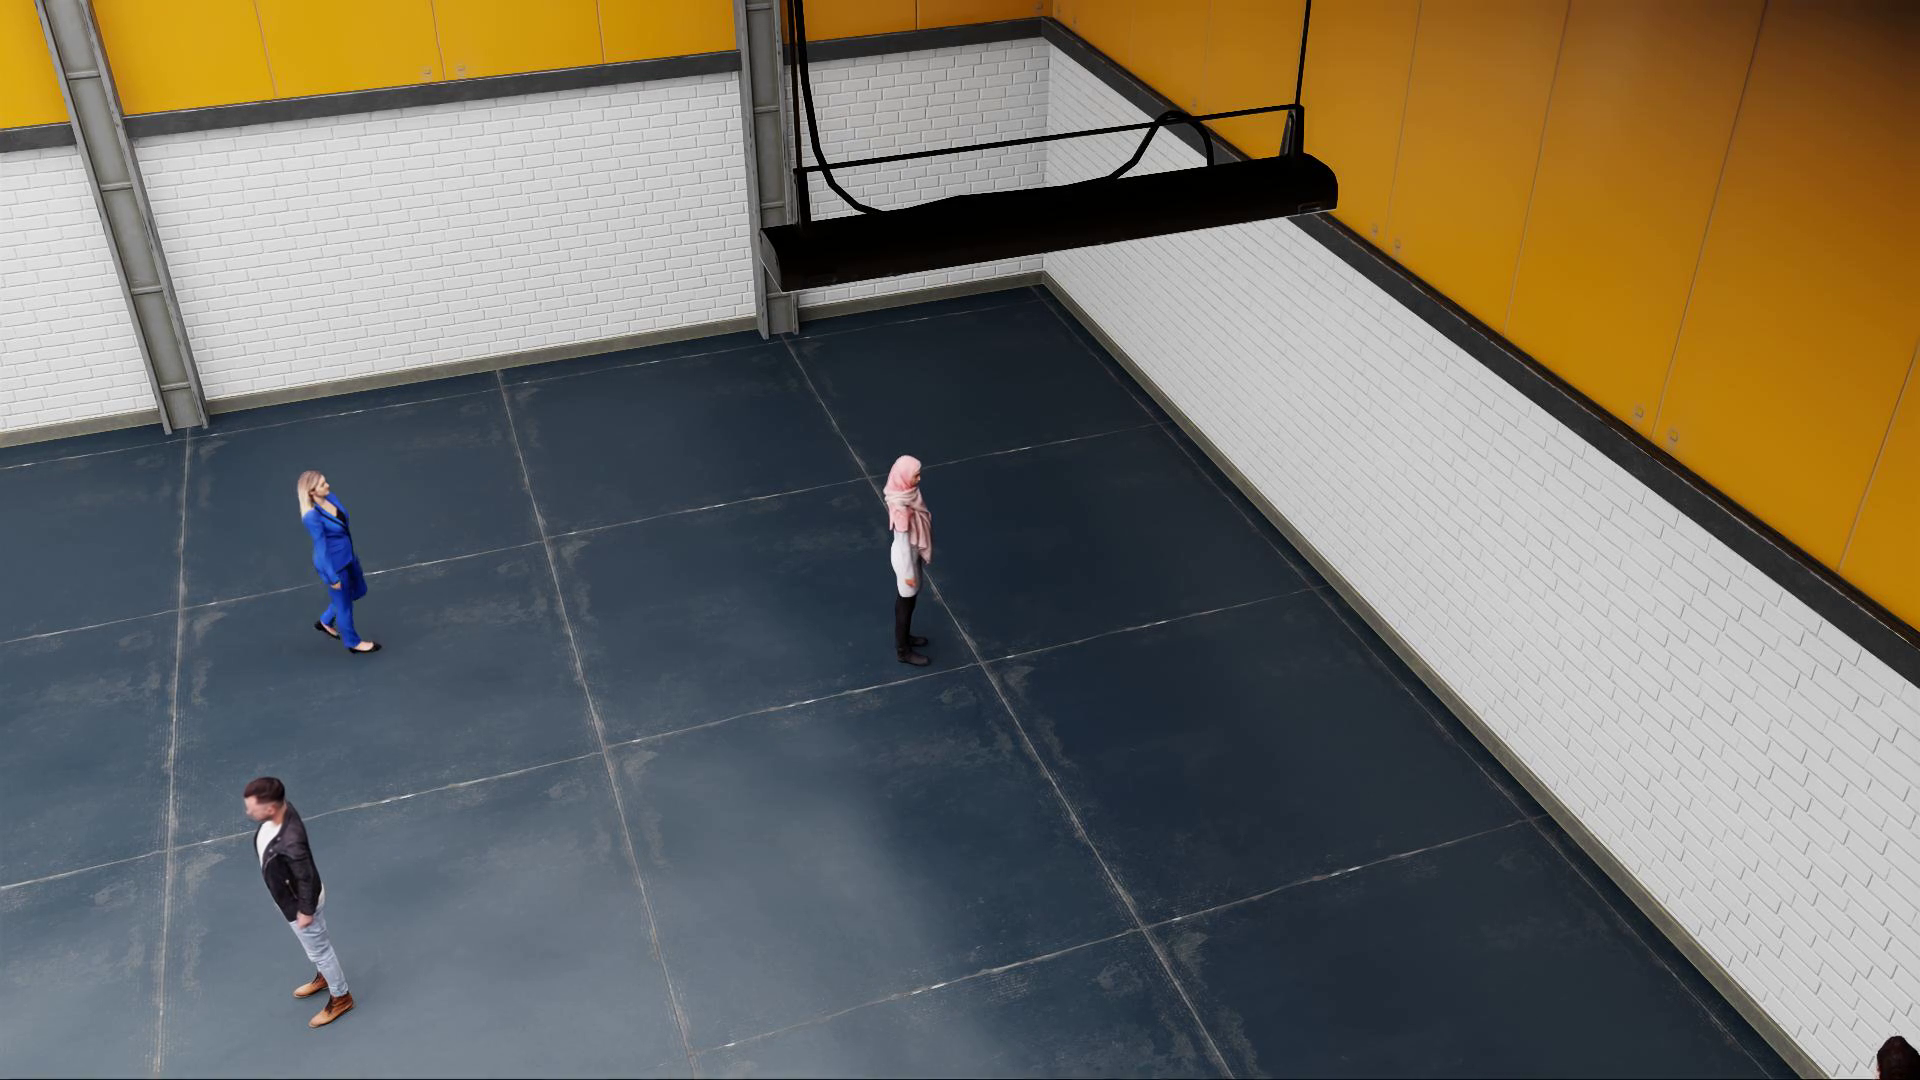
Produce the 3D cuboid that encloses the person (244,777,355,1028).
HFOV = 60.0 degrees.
[{"bbox_3d":[-3.908,2.100,9.856,0.633,1.835,0.705,-20,39,-27],"label":"person"}]

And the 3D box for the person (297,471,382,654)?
[{"bbox_3d":[-4.918,0.193,12.854,0.808,1.692,0.743,-3,34,-4],"label":"person"}]

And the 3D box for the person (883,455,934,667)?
[{"bbox_3d":[-0.411,0.149,12.819,0.694,1.804,0.703,-1,34,-2],"label":"person"}]
